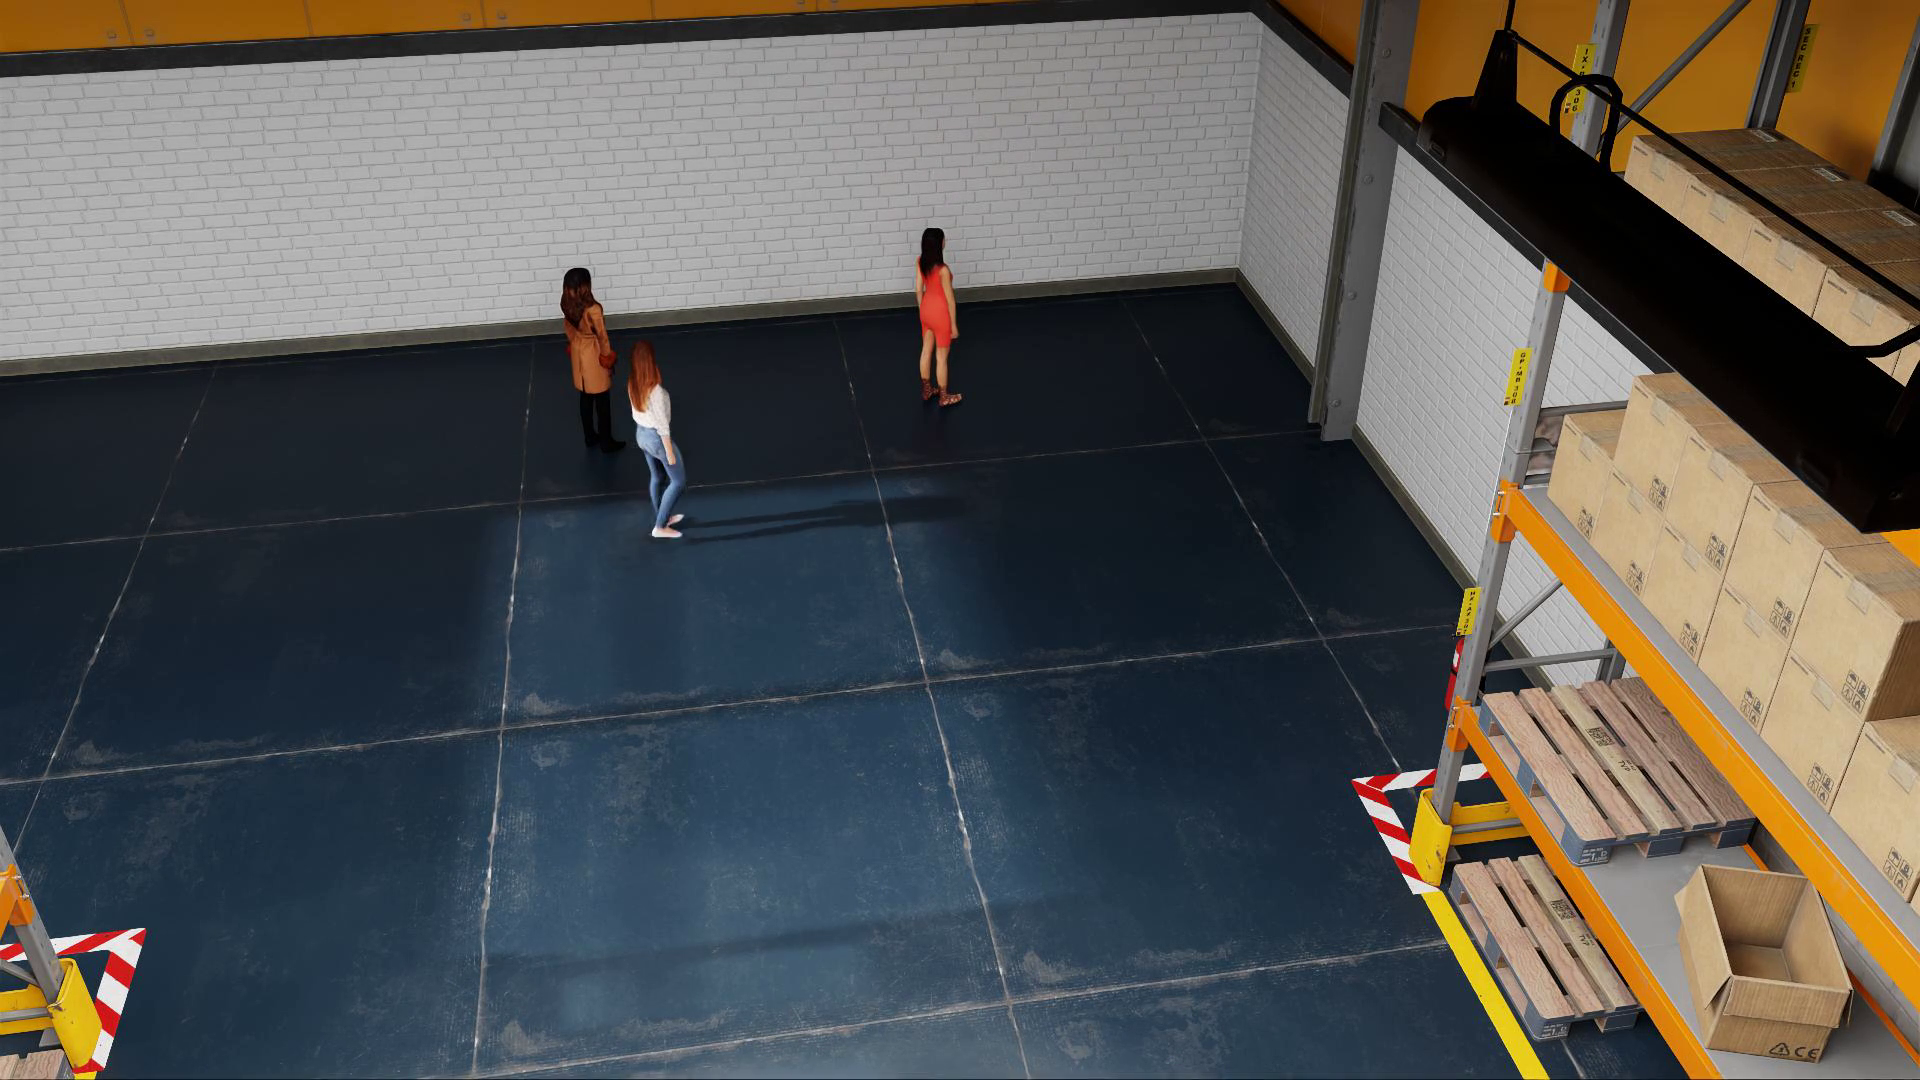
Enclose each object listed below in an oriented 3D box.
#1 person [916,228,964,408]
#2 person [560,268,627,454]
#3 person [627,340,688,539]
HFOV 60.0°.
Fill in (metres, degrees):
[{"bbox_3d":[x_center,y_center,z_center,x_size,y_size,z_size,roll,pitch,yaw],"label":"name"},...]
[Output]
[{"bbox_3d":[-0.216,-2.017,15.037,0.648,1.718,0.735,27,42,35],"label":"person"},{"bbox_3d":[-3.183,-1.558,14.345,0.772,1.720,0.834,21,39,29],"label":"person"},{"bbox_3d":[-2.450,-0.762,13.145,0.832,1.723,0.758,-28,43,-35],"label":"person"}]
